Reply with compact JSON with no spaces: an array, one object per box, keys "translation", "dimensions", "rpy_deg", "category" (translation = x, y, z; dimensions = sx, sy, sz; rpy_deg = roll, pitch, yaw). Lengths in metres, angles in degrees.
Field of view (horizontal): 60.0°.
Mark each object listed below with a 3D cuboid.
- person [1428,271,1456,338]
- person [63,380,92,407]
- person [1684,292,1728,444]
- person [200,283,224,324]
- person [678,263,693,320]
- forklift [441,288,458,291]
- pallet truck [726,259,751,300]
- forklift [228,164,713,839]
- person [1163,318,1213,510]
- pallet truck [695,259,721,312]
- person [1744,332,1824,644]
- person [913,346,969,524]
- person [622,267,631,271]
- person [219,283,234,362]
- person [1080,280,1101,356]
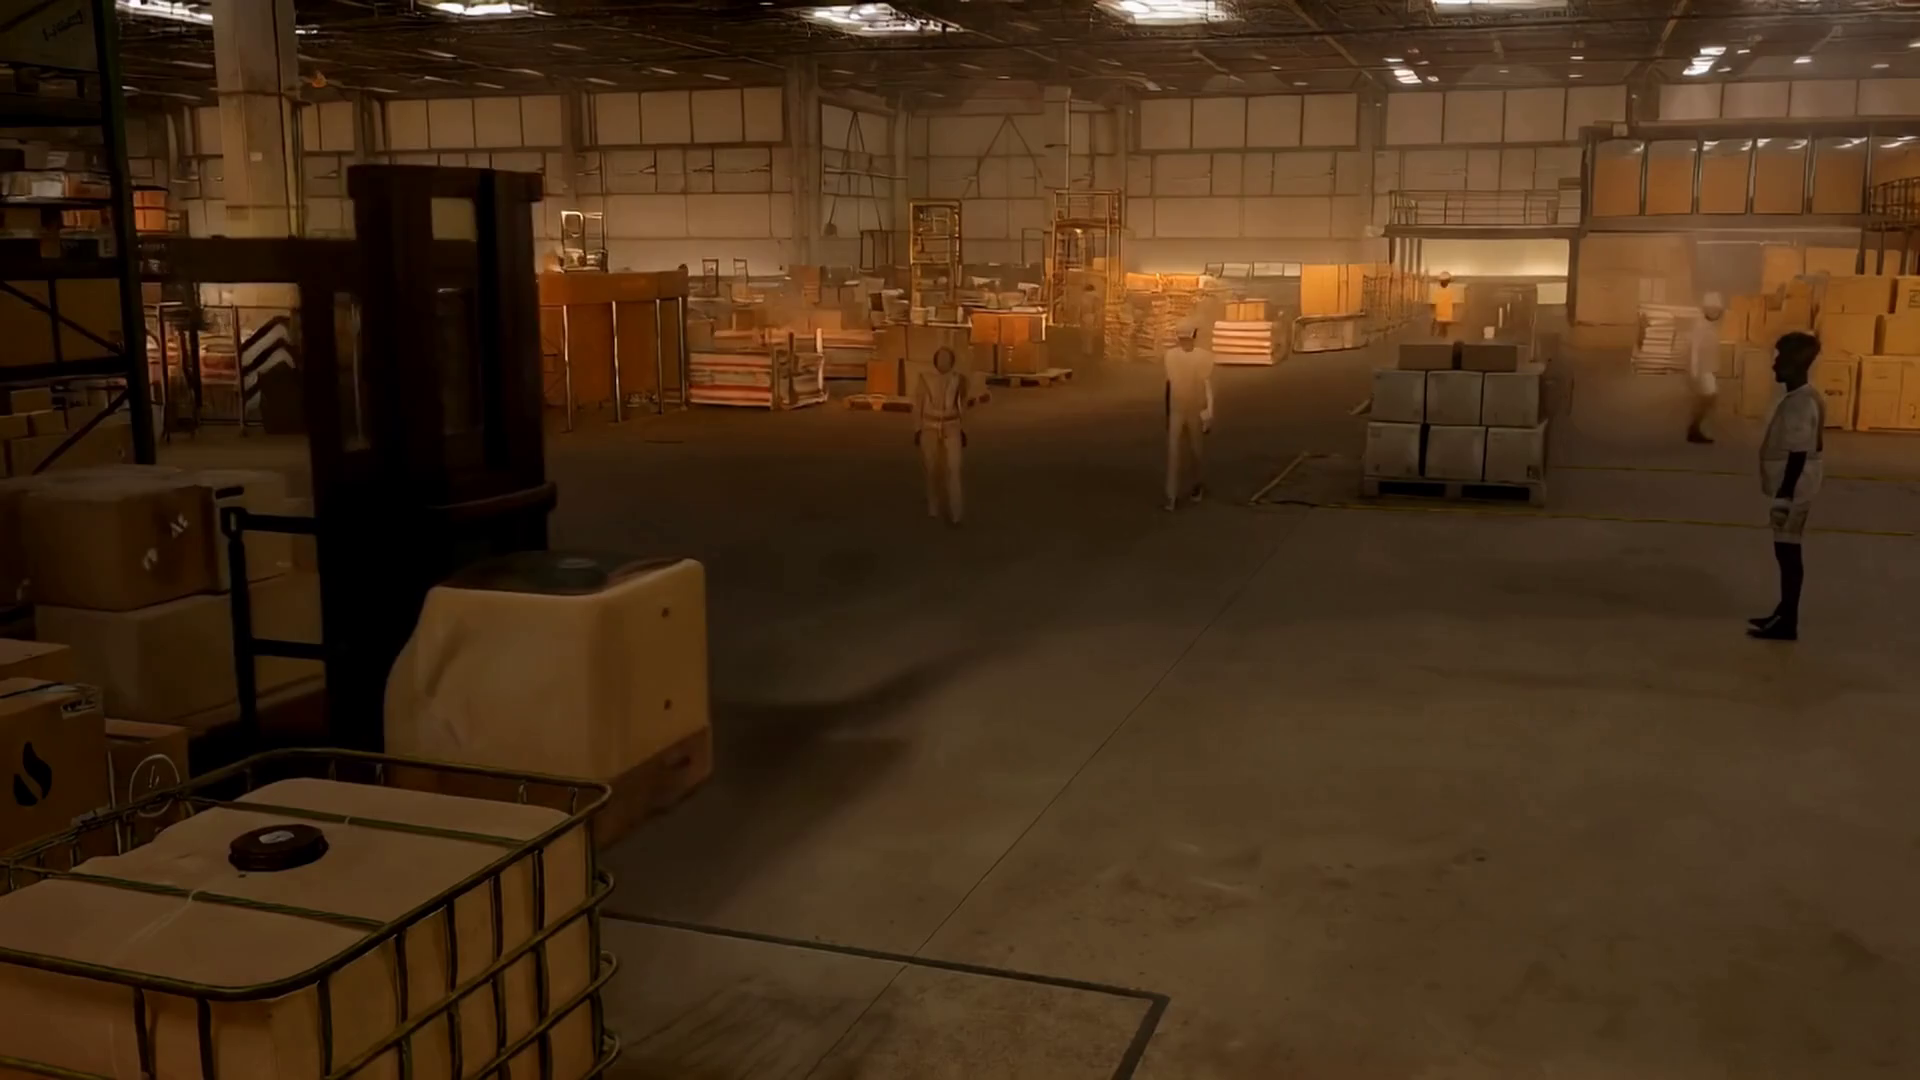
[{"translation":[9.771,-4.484,33.861],"dimensions":[0.622,1.974,0.654],"rpy_deg":[-3,11,-18],"category":"person"},{"translation":[-11.319,-2.138,21.255],"dimensions":[0.312,1.768,0.522],"rpy_deg":[-1,10,-6],"category":"person"},{"translation":[9.366,-2.143,20.846],"dimensions":[0.523,1.916,0.586],"rpy_deg":[9,13,40],"category":"person"},{"translation":[-18.253,-5.664,40.759],"dimensions":[0.671,1.887,0.433],"rpy_deg":[-3,10,-14],"category":"person"},{"translation":[-7.304,-6.348,44.274],"dimensions":[0.607,2.004,0.925],"rpy_deg":[5,11,28],"category":"person"},{"translation":[-20.133,-10.254,65.465],"dimensions":[1.157,1.987,2.680],"rpy_deg":[3,11,19],"category":"forklift"},{"translation":[-7.986,-9.493,62.019],"dimensions":[0.823,1.965,1.885],"rpy_deg":[3,11,17],"category":"pallet truck"},{"translation":[-2.171,-0.226,7.347],"dimensions":[1.873,2.768,1.129],"rpy_deg":[3,11,19],"category":"forklift"},{"translation":[2.205,-1.221,15.983],"dimensions":[0.527,1.823,1.026],"rpy_deg":[5,11,24],"category":"person"},{"translation":[-9.165,-9.627,62.776],"dimensions":[0.823,1.965,1.885],"rpy_deg":[4,11,23],"category":"pallet truck"},{"translation":[5.219,-0.326,10.485],"dimensions":[0.368,1.966,0.602],"rpy_deg":[6,12,29],"category":"person"},{"translation":[-0.167,-0.951,15.063],"dimensions":[0.517,1.591,0.874],"rpy_deg":[-1,10,-5],"category":"person"},{"translation":[-8.596,-6.084,43.030],"dimensions":[0.582,1.922,0.397],"rpy_deg":[8,13,39],"category":"person"},{"translation":[-14.544,-4.305,33.312],"dimensions":[0.625,1.812,0.605],"rpy_deg":[5,11,27],"category":"person"},{"translation":[2.899,-4.964,37.263],"dimensions":[0.495,1.720,0.503],"rpy_deg":[5,11,27],"category":"person"}]
